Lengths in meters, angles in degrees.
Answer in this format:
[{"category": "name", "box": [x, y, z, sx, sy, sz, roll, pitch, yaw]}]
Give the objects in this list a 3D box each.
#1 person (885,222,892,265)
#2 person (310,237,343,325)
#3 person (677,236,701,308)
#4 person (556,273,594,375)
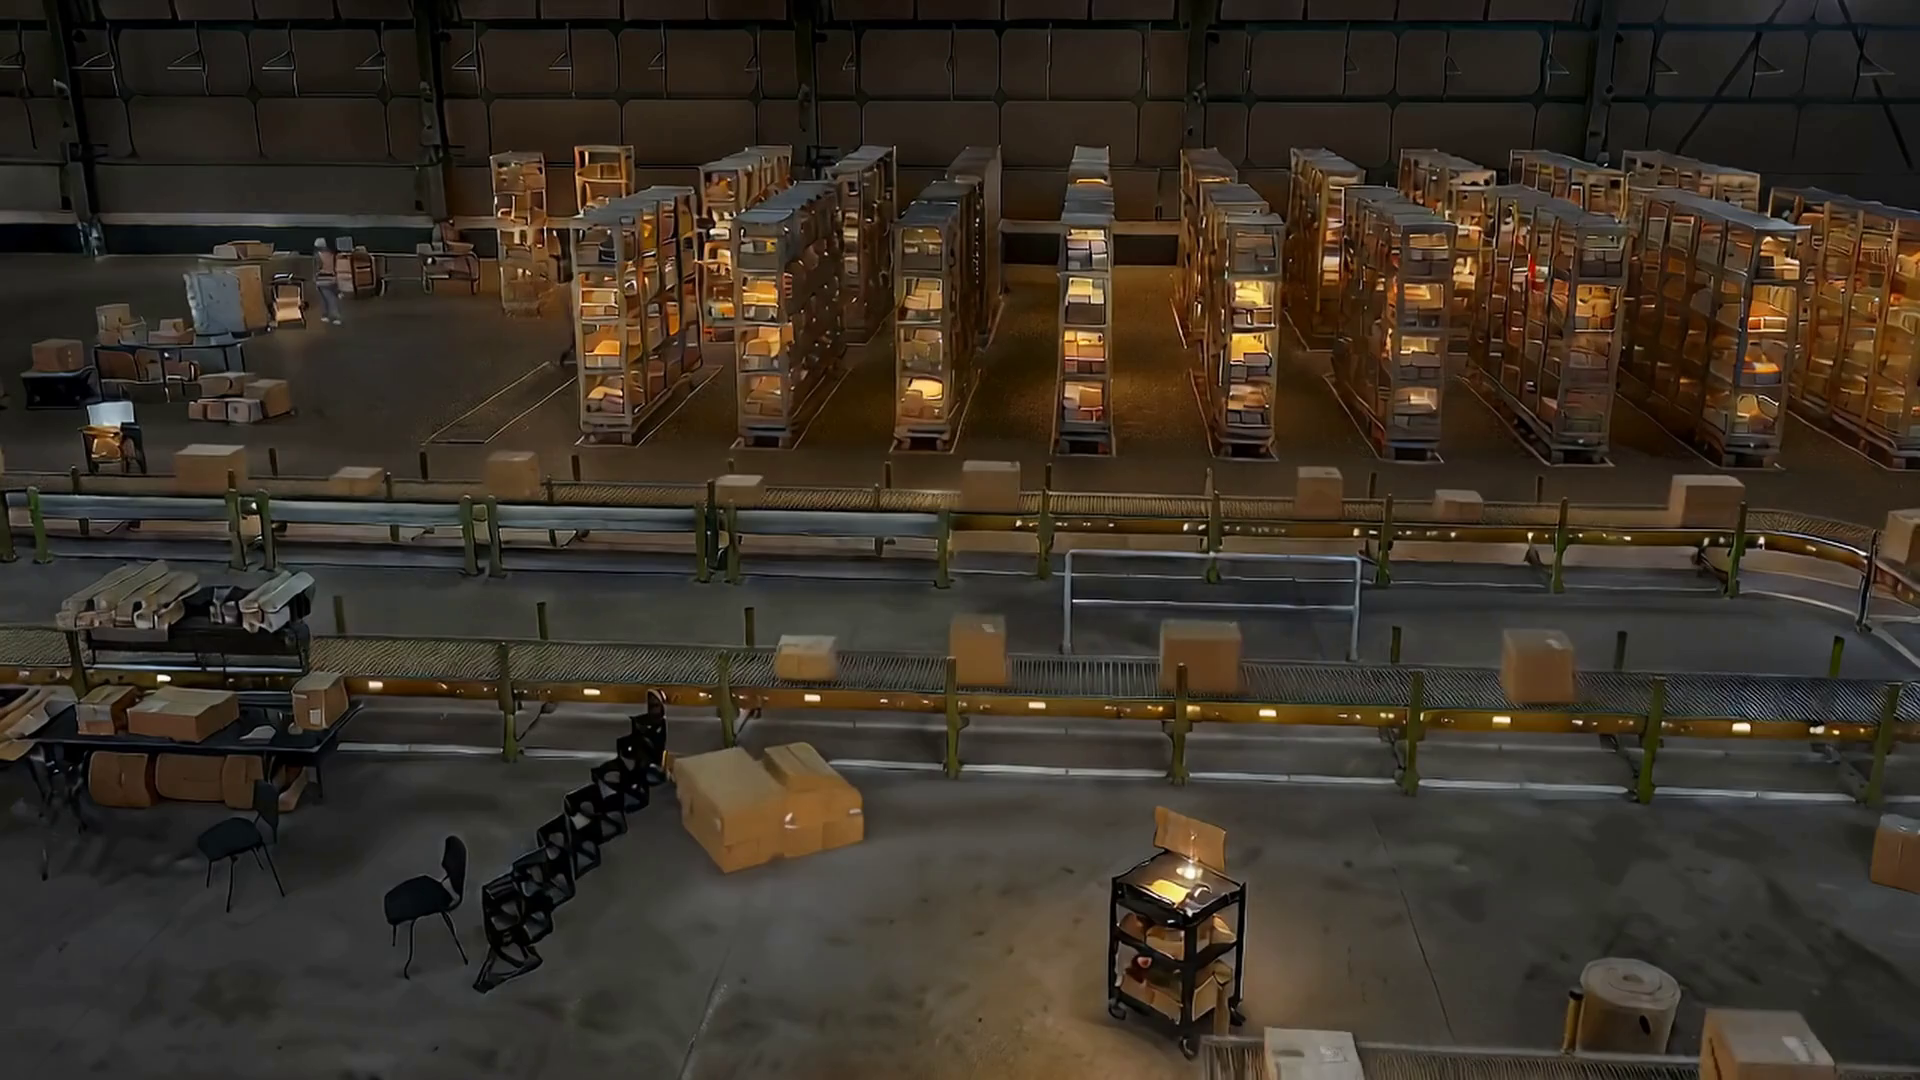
[{"category": "person", "box": [-1.938, -7.422, 42.087, 0.564, 1.846, 0.393, -15, 23, -39]}, {"category": "person", "box": [-13.853, -5.670, 36.418, 0.861, 1.918, 0.603, 10, 20, 28]}, {"category": "person", "box": [-6.272, -6.245, 38.374, 0.403, 1.832, 0.593, -16, 24, -42]}, {"category": "person", "box": [-7.234, -4.034, 31.128, 0.564, 1.980, 0.620, -1, 18, -4]}]
